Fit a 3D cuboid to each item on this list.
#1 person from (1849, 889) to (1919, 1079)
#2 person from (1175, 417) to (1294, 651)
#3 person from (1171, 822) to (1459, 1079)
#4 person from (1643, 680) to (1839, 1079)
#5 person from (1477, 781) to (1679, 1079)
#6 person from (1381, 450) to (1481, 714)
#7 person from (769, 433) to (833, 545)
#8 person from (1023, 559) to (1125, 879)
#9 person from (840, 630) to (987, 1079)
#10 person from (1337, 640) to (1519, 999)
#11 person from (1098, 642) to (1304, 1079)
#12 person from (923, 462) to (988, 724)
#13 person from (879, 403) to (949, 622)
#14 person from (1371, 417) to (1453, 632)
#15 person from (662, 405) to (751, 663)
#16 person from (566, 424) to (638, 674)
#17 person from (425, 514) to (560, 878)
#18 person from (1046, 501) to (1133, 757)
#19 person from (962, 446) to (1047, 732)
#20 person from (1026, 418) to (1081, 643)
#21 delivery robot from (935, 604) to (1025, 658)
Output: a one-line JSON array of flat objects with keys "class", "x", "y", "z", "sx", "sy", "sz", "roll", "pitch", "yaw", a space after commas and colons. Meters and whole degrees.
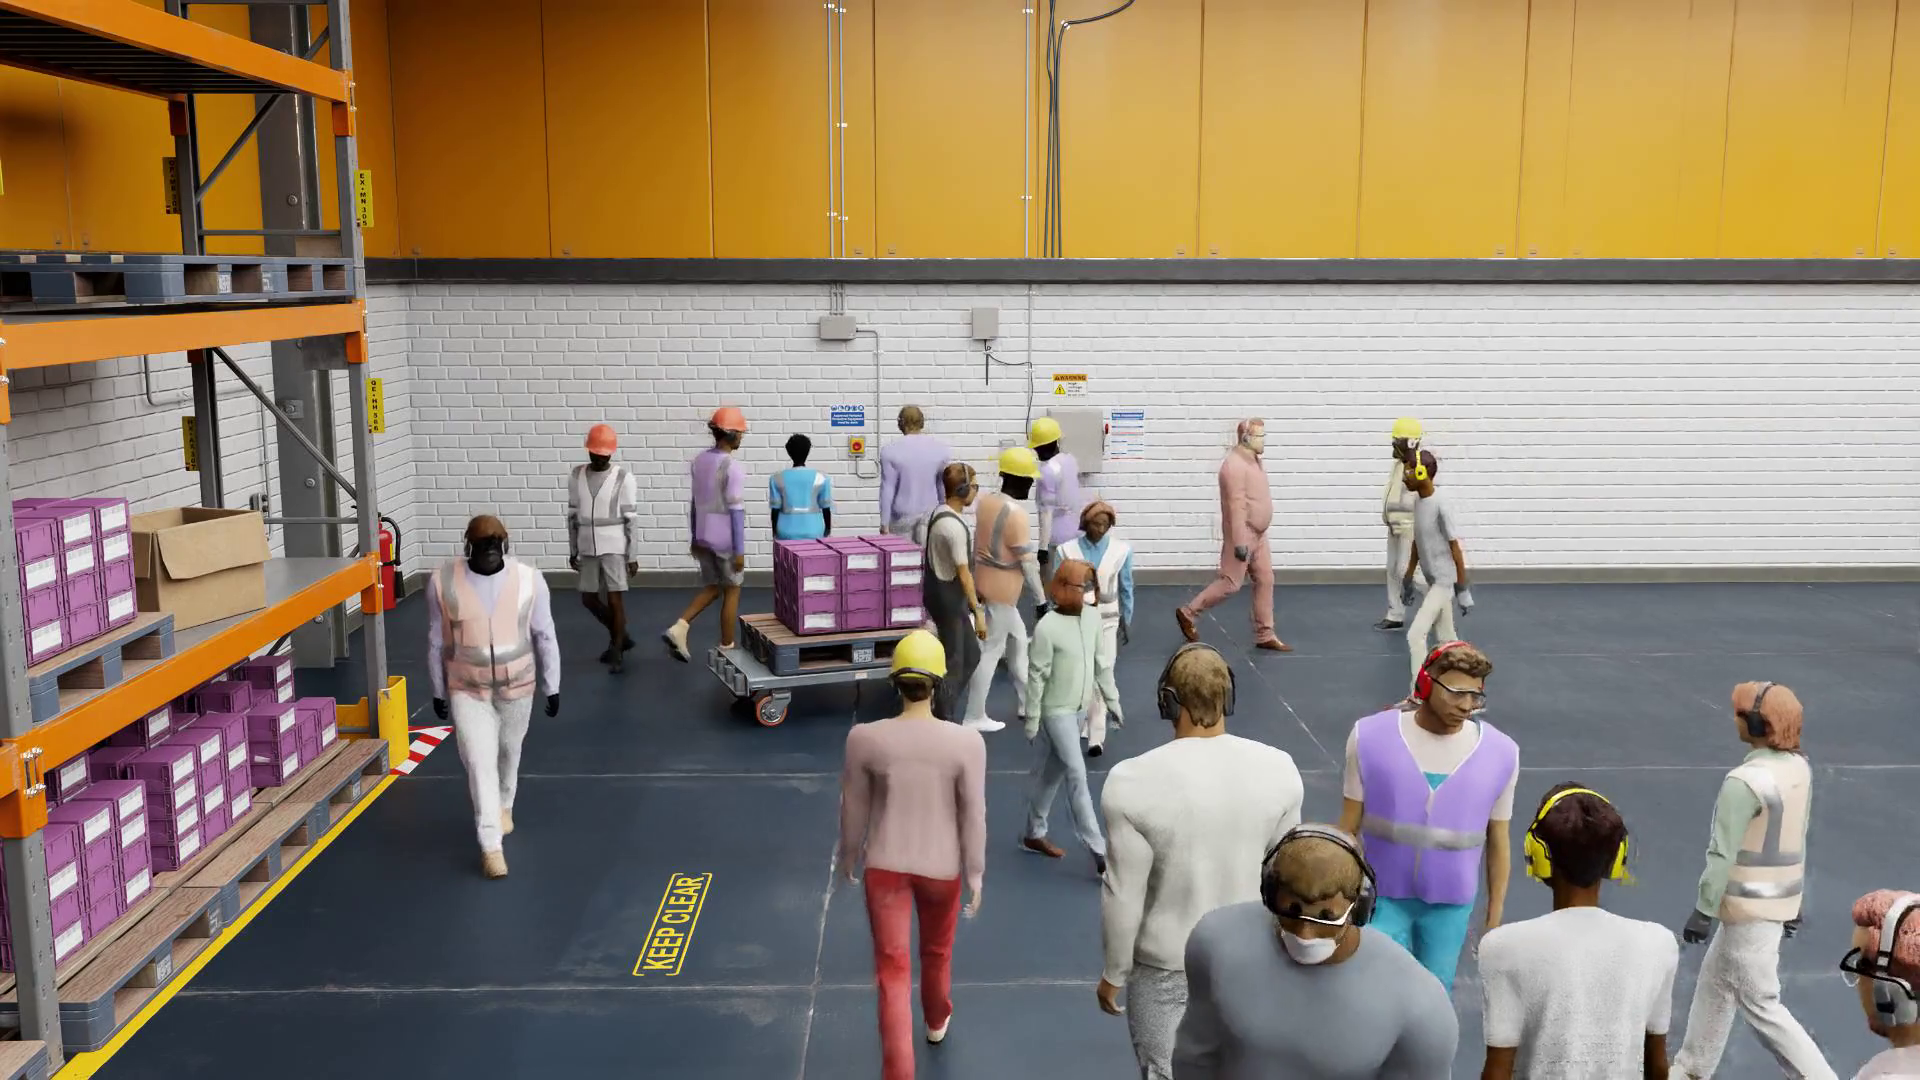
[{"class": "person", "x": 1.881, "y": 1.603, "z": 3.106, "sx": 0.665, "sy": 1.879, "sz": 0.623, "roll": -3, "pitch": 10, "yaw": -19}, {"class": "person", "x": 2.204, "y": -0.047, "z": 13.231, "sx": 0.858, "sy": 1.882, "sz": 0.636, "roll": 6, "pitch": 11, "yaw": 31}, {"class": "person", "x": 0.691, "y": 1.514, "z": 3.648, "sx": 0.695, "sy": 1.881, "sz": 0.945, "roll": 5, "pitch": 11, "yaw": 30}, {"class": "person", "x": 2.834, "y": 1.294, "z": 5.808, "sx": 0.512, "sy": 1.612, "sz": 0.789, "roll": -9, "pitch": 13, "yaw": -43}, {"class": "person", "x": 1.475, "y": 1.487, "z": 4.030, "sx": 0.529, "sy": 1.814, "sz": 0.989, "roll": 0, "pitch": 9, "yaw": 0}, {"class": "person", "x": 3.181, "y": 0.308, "z": 11.201, "sx": 0.820, "sy": 1.822, "sz": 0.537, "roll": 0, "pitch": 9, "yaw": 0}, {"class": "person", "x": -1.323, "y": -0.048, "z": 13.823, "sx": 0.535, "sy": 1.679, "sz": 0.681, "roll": 0, "pitch": 9, "yaw": -3}, {"class": "person", "x": 0.619, "y": 0.888, "z": 8.341, "sx": 0.847, "sy": 1.591, "sz": 0.520, "roll": 7, "pitch": 12, "yaw": 37}, {"class": "person", "x": -0.173, "y": 1.181, "z": 6.147, "sx": 0.540, "sy": 1.713, "sz": 0.914, "roll": 0, "pitch": 9, "yaw": 1}, {"class": "person", "x": 1.551, "y": 1.212, "z": 5.651, "sx": 0.614, "sy": 1.822, "sz": 0.466, "roll": 2, "pitch": 9, "yaw": 10}, {"class": "person", "x": 0.708, "y": 1.261, "z": 5.010, "sx": 0.627, "sy": 1.938, "sz": 0.373, "roll": -2, "pitch": 10, "yaw": -15}, {"class": "person", "x": -0.016, "y": 0.424, "z": 10.440, "sx": 0.435, "sy": 1.831, "sz": 0.525, "roll": 0, "pitch": 9, "yaw": -2}, {"class": "person", "x": -0.357, "y": -0.195, "z": 14.101, "sx": 0.660, "sy": 1.913, "sz": 0.891, "roll": -3, "pitch": 10, "yaw": -20}, {"class": "person", "x": 3.769, "y": -0.117, "z": 13.817, "sx": 0.549, "sy": 1.820, "sz": 0.604, "roll": -2, "pitch": 9, "yaw": -11}, {"class": "person", "x": -1.869, "y": -0.003, "z": 12.513, "sx": 0.693, "sy": 2.016, "sz": 0.641, "roll": -9, "pitch": 13, "yaw": -44}, {"class": "person", "x": -2.669, "y": 0.052, "z": 12.548, "sx": 0.575, "sy": 1.899, "sz": 0.618, "roll": 2, "pitch": 9, "yaw": 12}, {"class": "person", "x": -2.412, "y": 0.745, "z": 8.627, "sx": 0.644, "sy": 1.796, "sz": 0.973, "roll": -4, "pitch": 10, "yaw": -21}, {"class": "person", "x": 0.810, "y": 0.545, "z": 10.454, "sx": 0.543, "sy": 1.575, "sz": 0.900, "roll": 1, "pitch": 9, "yaw": 7}, {"class": "person", "x": 0.388, "y": 0.328, "z": 10.875, "sx": 0.867, "sy": 1.888, "sz": 0.596, "roll": -4, "pitch": 10, "yaw": -21}, {"class": "person", "x": 0.849, "y": -0.044, "z": 13.213, "sx": 0.711, "sy": 1.876, "sz": 0.620, "roll": 4, "pitch": 10, "yaw": 25}, {"class": "delivery robot", "x": 0.117, "y": 0.717, "z": 12.285, "sx": 0.707, "sy": 0.478, "sz": 0.477, "roll": -3, "pitch": 10, "yaw": -16}]
